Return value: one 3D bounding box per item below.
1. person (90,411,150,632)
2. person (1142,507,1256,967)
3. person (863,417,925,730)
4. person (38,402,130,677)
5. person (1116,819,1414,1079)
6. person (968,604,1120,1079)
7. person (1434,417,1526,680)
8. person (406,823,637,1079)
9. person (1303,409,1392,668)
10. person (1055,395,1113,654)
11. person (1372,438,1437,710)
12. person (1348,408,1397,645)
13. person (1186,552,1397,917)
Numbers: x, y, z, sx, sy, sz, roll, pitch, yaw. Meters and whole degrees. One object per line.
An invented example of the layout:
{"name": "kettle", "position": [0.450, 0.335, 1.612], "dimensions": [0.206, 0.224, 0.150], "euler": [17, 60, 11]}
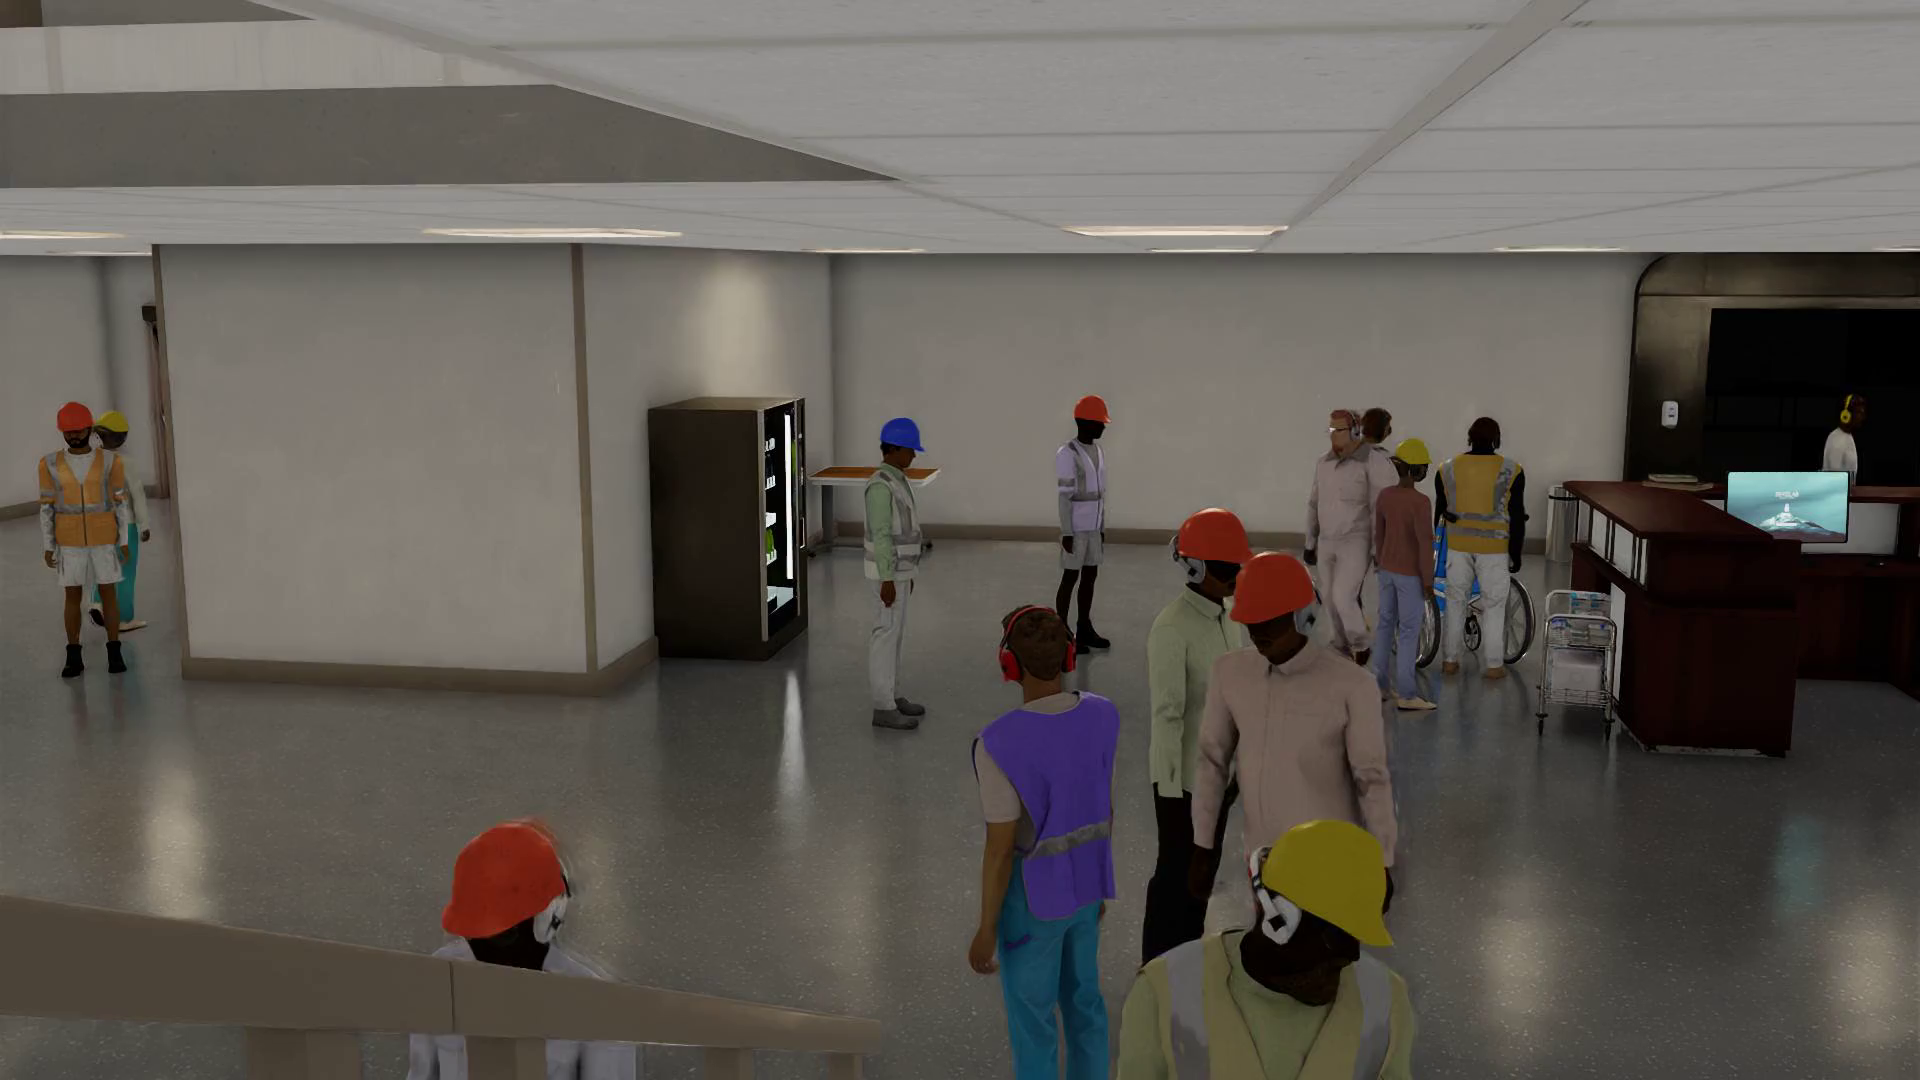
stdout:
{"name": "person", "position": [-6.637, -0.140, 13.090], "dimensions": [0.540, 1.750, 0.387], "euler": [2, 9, 11]}
{"name": "person", "position": [0.894, 0.863, 6.162], "dimensions": [0.396, 1.992, 0.623], "euler": [5, 11, 29]}
{"name": "person", "position": [-0.411, 0.199, 10.423], "dimensions": [0.395, 1.941, 0.601], "euler": [1, 9, 8]}
{"name": "person", "position": [-6.139, -0.004, 11.687], "dimensions": [0.552, 1.935, 0.369], "euler": [-4, 10, -25]}
{"name": "person", "position": [0.599, 1.420, 3.359], "dimensions": [0.635, 1.789, 0.433], "euler": [0, 9, 3]}
{"name": "person", "position": [0.268, 1.115, 5.087], "dimensions": [0.565, 1.841, 0.396], "euler": [-9, 13, -43]}
{"name": "person", "position": [3.636, 0.055, 11.646], "dimensions": [0.628, 1.836, 0.428], "euler": [6, 11, 31]}
{"name": "person", "position": [-0.910, 1.412, 3.576], "dimensions": [0.567, 1.731, 0.721], "euler": [5, 10, 29]}
{"name": "person", "position": [2.668, 0.028, 11.638], "dimensions": [0.441, 1.888, 0.668], "euler": [-6, 11, -33]}
{"name": "person", "position": [0.940, -0.116, 12.418], "dimensions": [0.389, 1.928, 0.550], "euler": [7, 12, 38]}
{"name": "person", "position": [2.903, 0.221, 10.830], "dimensions": [0.314, 1.769, 0.524], "euler": [-4, 10, -24]}
{"name": "person", "position": [3.107, -0.101, 12.668], "dimensions": [0.542, 1.808, 0.841], "euler": [8, 12, 42]}
{"name": "person", "position": [1.052, 1.006, 5.374], "dimensions": [0.620, 1.961, 0.625], "euler": [-9, 13, -44]}
